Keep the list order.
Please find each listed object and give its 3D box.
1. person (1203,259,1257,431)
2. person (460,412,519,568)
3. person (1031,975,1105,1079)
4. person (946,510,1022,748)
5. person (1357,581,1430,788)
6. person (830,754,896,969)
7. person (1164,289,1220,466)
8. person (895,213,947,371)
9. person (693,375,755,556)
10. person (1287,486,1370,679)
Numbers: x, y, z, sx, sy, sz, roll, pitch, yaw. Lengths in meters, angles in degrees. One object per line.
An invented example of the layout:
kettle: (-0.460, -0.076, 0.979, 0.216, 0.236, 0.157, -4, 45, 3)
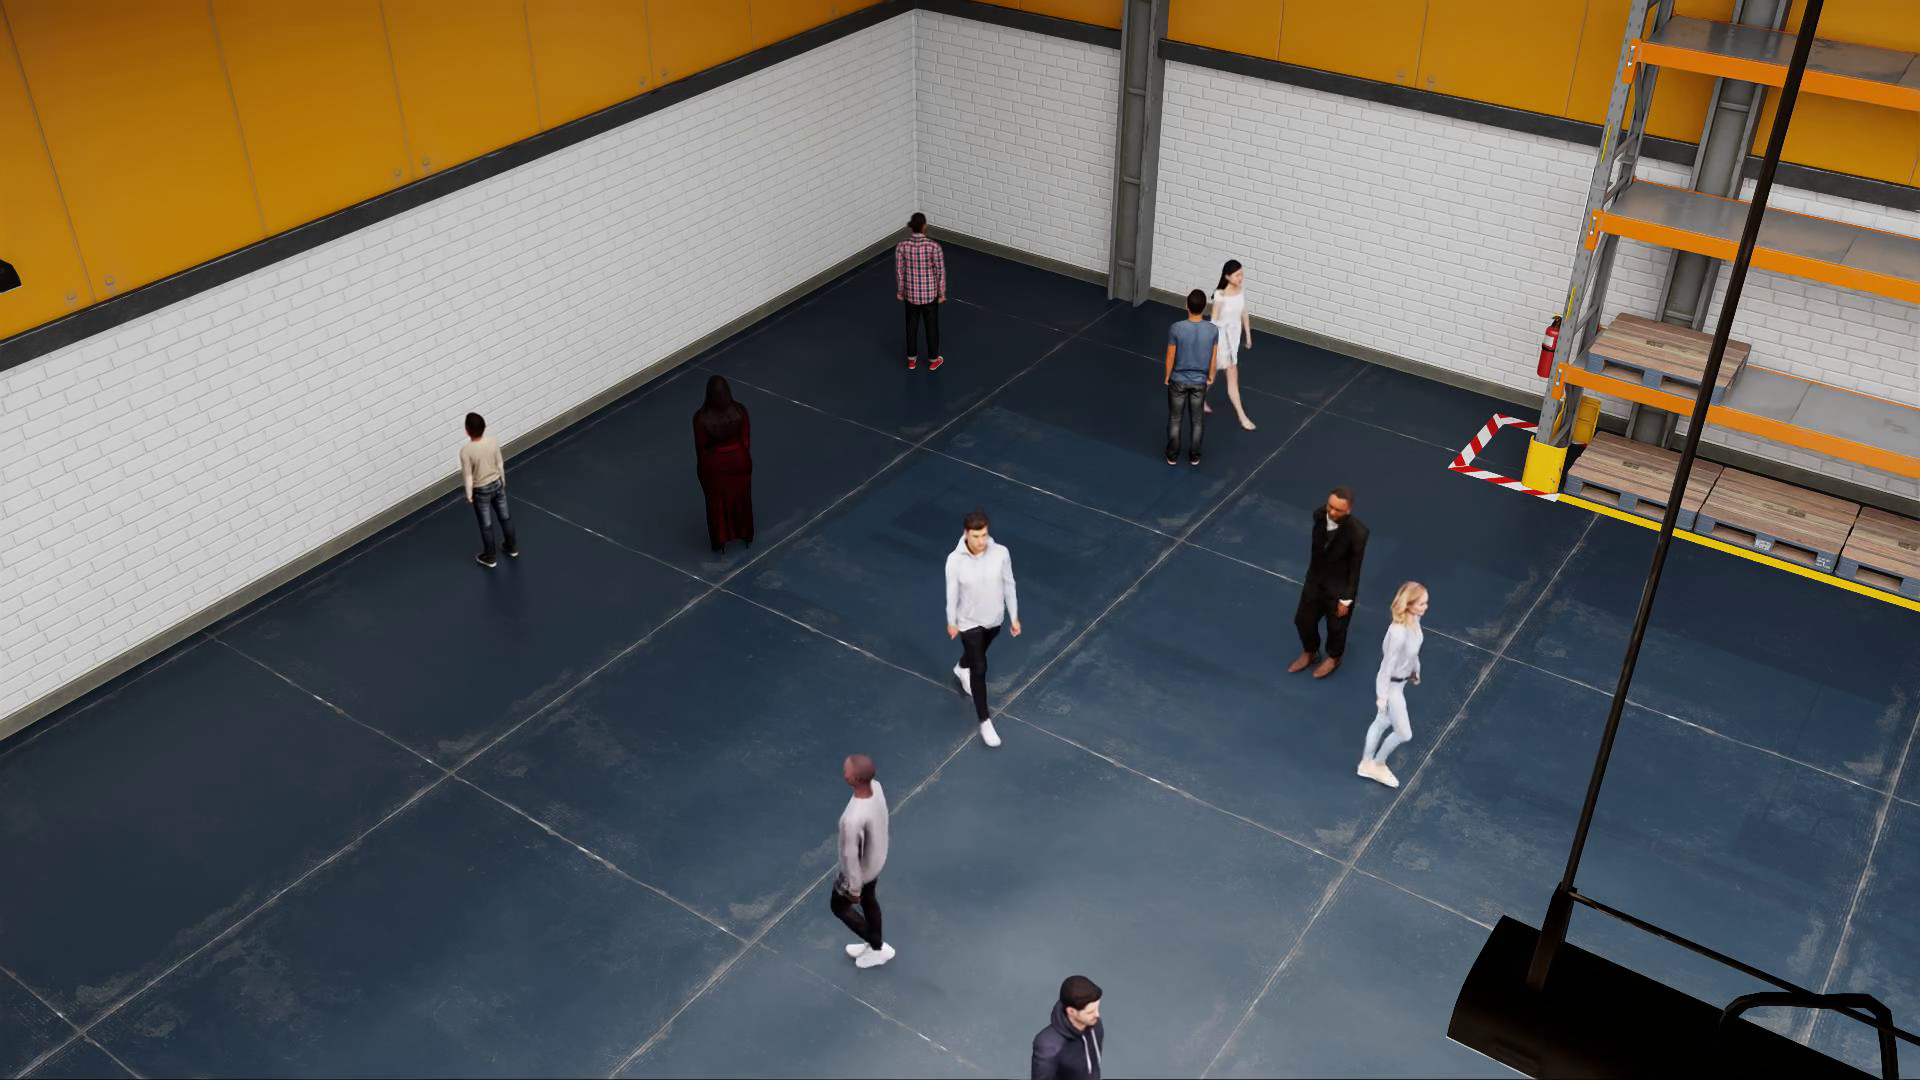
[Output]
person: (2.594, -2.012, 16.735, 0.787, 1.738, 1.147, -27, 42, -34)
person: (-4.159, -0.453, 14.642, 0.513, 1.459, 0.563, 27, 42, 34)
person: (0.513, 3.001, 9.065, 0.794, 1.880, 0.696, 18, 38, 25)
person: (0.117, 0.542, 12.758, 1.088, 1.888, 1.317, -14, 36, -20)
person: (3.078, 1.029, 12.118, 0.590, 1.784, 0.625, 19, 38, 26)
person: (-0.535, 2.084, 10.553, 0.720, 1.760, 0.711, 10, 35, 15)
person: (2.201, -1.554, 15.982, 0.686, 1.808, 0.768, -3, 34, -4)
person: (-0.413, -2.637, 17.655, 0.696, 1.760, 0.835, 5, 34, 7)
person: (-2.073, -0.665, 14.691, 0.758, 1.758, 0.774, -14, 36, -19)
person: (2.985, 0.322, 13.104, 0.850, 1.870, 0.781, -20, 38, -27)
